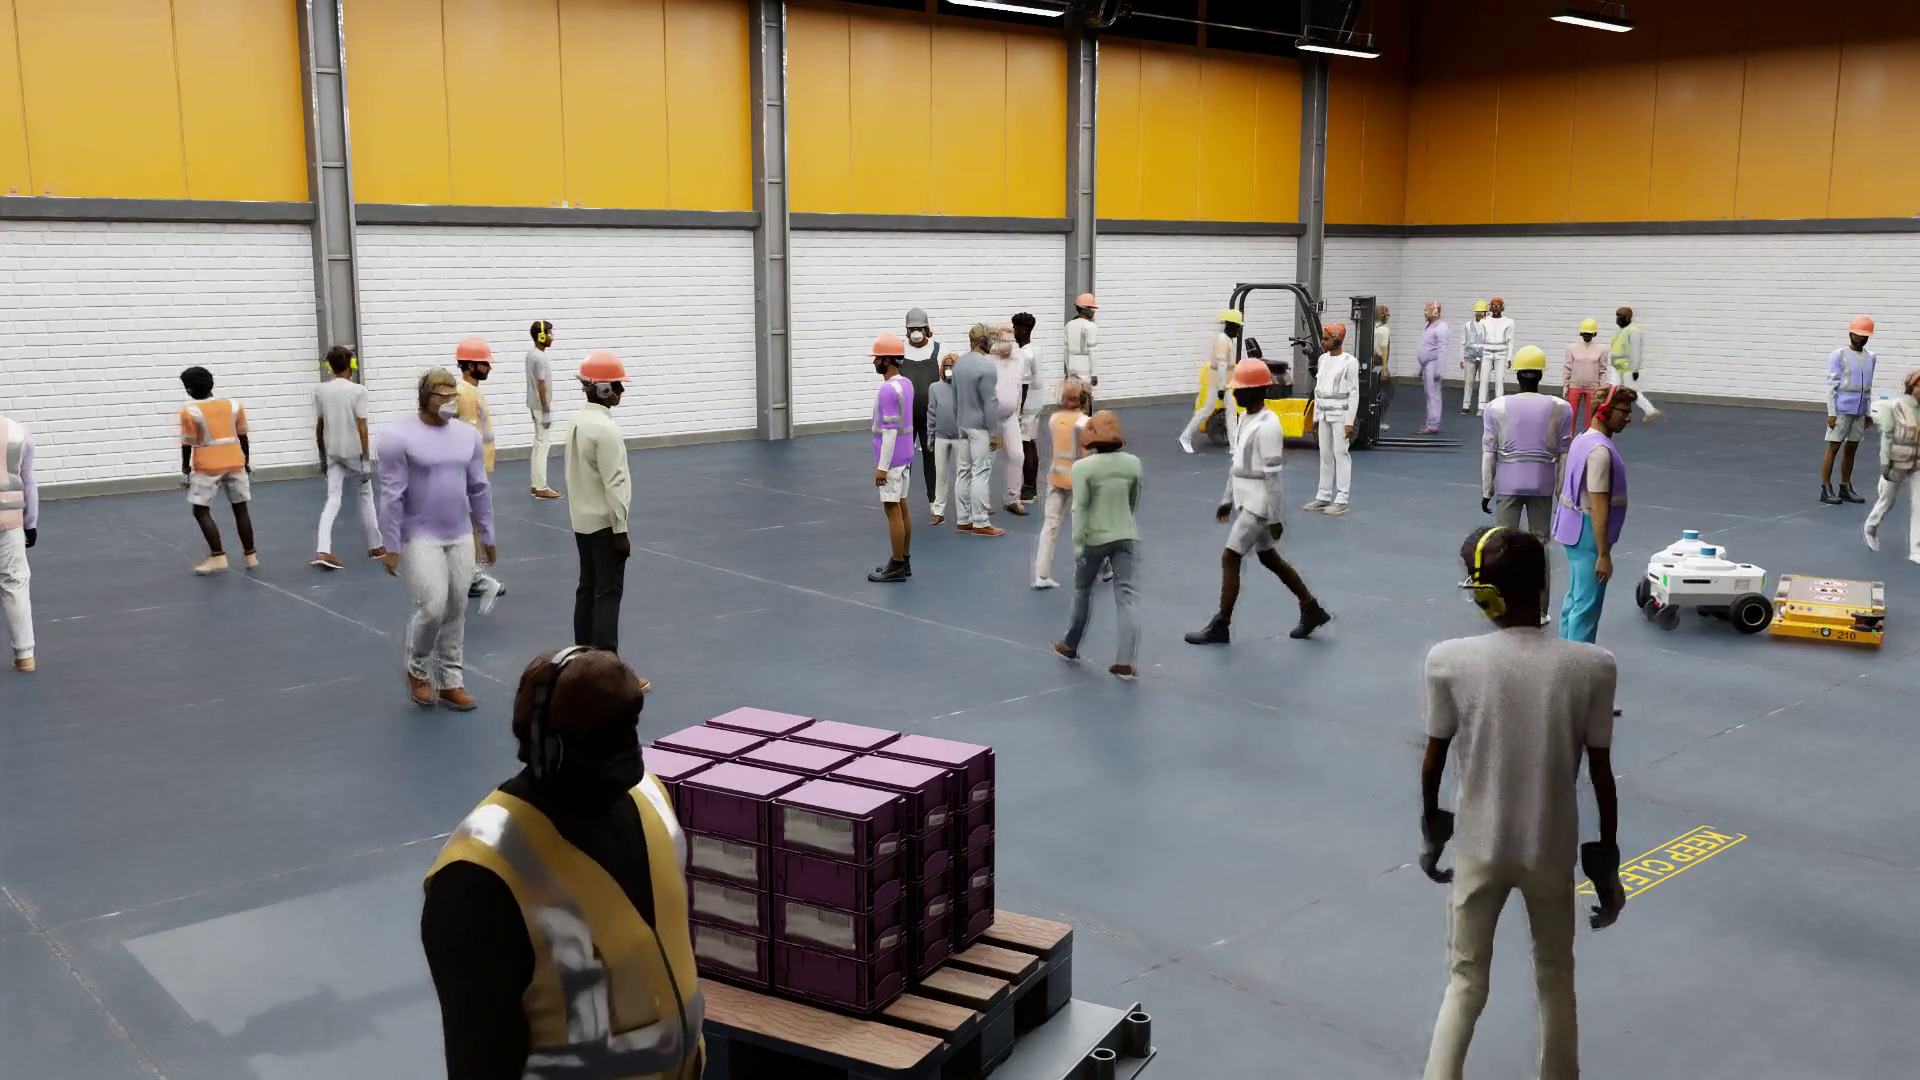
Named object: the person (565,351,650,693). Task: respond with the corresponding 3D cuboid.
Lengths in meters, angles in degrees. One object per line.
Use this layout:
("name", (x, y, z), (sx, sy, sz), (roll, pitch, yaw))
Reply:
("person", (-2.061, -0.097, 9.643), (0.396, 1.990, 0.624), (-7, 12, -34))

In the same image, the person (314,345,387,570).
("person", (-5.058, -0.680, 13.630), (0.543, 1.817, 0.994), (2, 10, 10))

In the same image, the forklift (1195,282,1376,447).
("forklift", (4.328, -2.346, 22.227), (2.313, 2.155, 1.214), (3, 10, 16))

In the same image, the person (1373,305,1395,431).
("person", (6.090, -2.478, 24.057), (0.476, 1.829, 0.532), (-4, 10, -21))

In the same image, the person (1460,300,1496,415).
("person", (8.248, -2.889, 26.462), (0.590, 1.833, 0.404), (4, 11, 23))

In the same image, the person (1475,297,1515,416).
("person", (8.434, -2.882, 26.280), (0.576, 1.882, 0.355), (3, 10, 18))

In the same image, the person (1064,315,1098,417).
("person", (1.729, -2.391, 23.954), (0.531, 1.692, 0.320), (6, 11, 30))

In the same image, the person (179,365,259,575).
("person", (-5.924, -0.559, 13.296), (0.325, 1.674, 0.586), (7, 12, 36))

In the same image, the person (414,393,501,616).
("person", (-3.428, -0.234, 11.195), (0.568, 1.726, 0.500), (-7, 12, -34))

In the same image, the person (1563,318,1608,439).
("person", (7.827, -1.893, 20.851), (0.524, 1.760, 0.326), (3, 10, 17))

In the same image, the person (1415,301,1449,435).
("person", (6.708, -2.453, 23.702), (0.402, 1.906, 0.648), (0, 10, 1))

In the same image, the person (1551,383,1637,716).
("person", (3.517, 0.041, 9.297), (0.394, 1.837, 0.563), (2, 10, 12))

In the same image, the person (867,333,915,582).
("person", (-0.544, -0.636, 12.963), (0.357, 1.938, 0.542), (2, 10, 12))

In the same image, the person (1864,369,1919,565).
("person", (7.891, -0.635, 13.902), (0.513, 1.612, 0.746), (1, 10, 5))

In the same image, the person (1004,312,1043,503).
("person", (0.661, -1.360, 17.121), (0.365, 1.965, 0.608), (3, 10, 15))

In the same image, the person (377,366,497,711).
("person", (-2.872, 0.004, 9.229), (0.420, 1.928, 0.660), (8, 12, 37))

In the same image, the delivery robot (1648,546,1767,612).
("delivery robot", (5.092, 0.282, 11.359), (0.707, 0.478, 0.477), (0, 10, 3))

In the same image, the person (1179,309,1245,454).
("person", (3.284, -2.030, 21.343), (0.972, 1.869, 0.604), (4, 10, 22))

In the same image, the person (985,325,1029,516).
("person", (0.393, -1.155, 16.214), (0.656, 1.872, 0.739), (-6, 11, -30))

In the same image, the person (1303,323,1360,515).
("person", (3.681, -1.194, 16.390), (0.360, 1.884, 0.574), (-5, 11, -25))

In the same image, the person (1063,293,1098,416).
("person", (1.636, -2.257, 22.157), (0.395, 2.040, 0.609), (-7, 12, -35))

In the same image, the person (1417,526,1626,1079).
("person", (1.544, 0.865, 4.570), (0.568, 1.832, 0.644), (3, 10, 18))

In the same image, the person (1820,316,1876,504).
("person", (9.125, -1.326, 17.027), (0.542, 1.931, 0.375), (-3, 10, -14))

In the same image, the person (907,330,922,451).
("person", (-0.554, -1.976, 21.679), (0.516, 1.640, 0.314), (8, 12, 38))

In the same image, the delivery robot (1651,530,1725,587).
("delivery robot", (5.251, 0.173, 11.994), (0.477, 0.478, 0.707), (8, 13, 39))

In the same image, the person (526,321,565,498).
("person", (-4.376, -1.363, 17.465), (0.327, 1.856, 0.514), (-4, 11, -23))

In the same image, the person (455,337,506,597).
("person", (-3.601, -0.542, 12.419), (0.364, 1.934, 0.552), (-3, 10, -17))

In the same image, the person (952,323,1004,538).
("person", (0.155, -0.992, 15.050), (0.353, 1.936, 0.635), (-6, 11, -30))

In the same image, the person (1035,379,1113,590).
("person", (0.893, -0.424, 12.717), (0.851, 1.594, 0.519), (-8, 13, -41))

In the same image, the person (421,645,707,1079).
("person", (-0.694, 1.095, 3.118), (0.429, 1.840, 0.633), (4, 10, 21))

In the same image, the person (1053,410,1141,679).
("person", (0.849, 0.009, 10.175), (0.497, 1.595, 0.796), (-4, 10, -21))

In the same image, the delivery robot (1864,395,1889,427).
("delivery robot", (13.099, -1.810, 23.609), (0.477, 0.478, 0.707), (1, 10, 4))

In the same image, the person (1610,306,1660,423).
("person", (9.962, -2.562, 24.657), (0.797, 1.807, 0.656), (-1, 10, -9))

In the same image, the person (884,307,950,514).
("person", (-0.412, -1.258, 16.307), (0.685, 2.000, 0.538), (0, 10, 0))

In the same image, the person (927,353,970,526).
("person", (-0.073, -0.937, 15.611), (0.498, 1.634, 0.283), (3, 10, 15))

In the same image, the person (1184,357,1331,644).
("person", (2.001, -0.249, 10.863), (0.974, 1.893, 0.546), (0, 10, -3))

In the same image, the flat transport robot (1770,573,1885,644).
("flat transport robot", (5.985, 0.455, 11.452), (0.652, 0.197, 1.431), (5, 11, 28))

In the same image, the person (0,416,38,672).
("person", (-5.905, -0.082, 10.038), (0.630, 1.836, 0.430), (-9, 13, -42))

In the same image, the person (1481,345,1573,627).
("person", (3.865, -0.362, 11.389), (0.587, 1.929, 0.361), (3, 10, 14))
